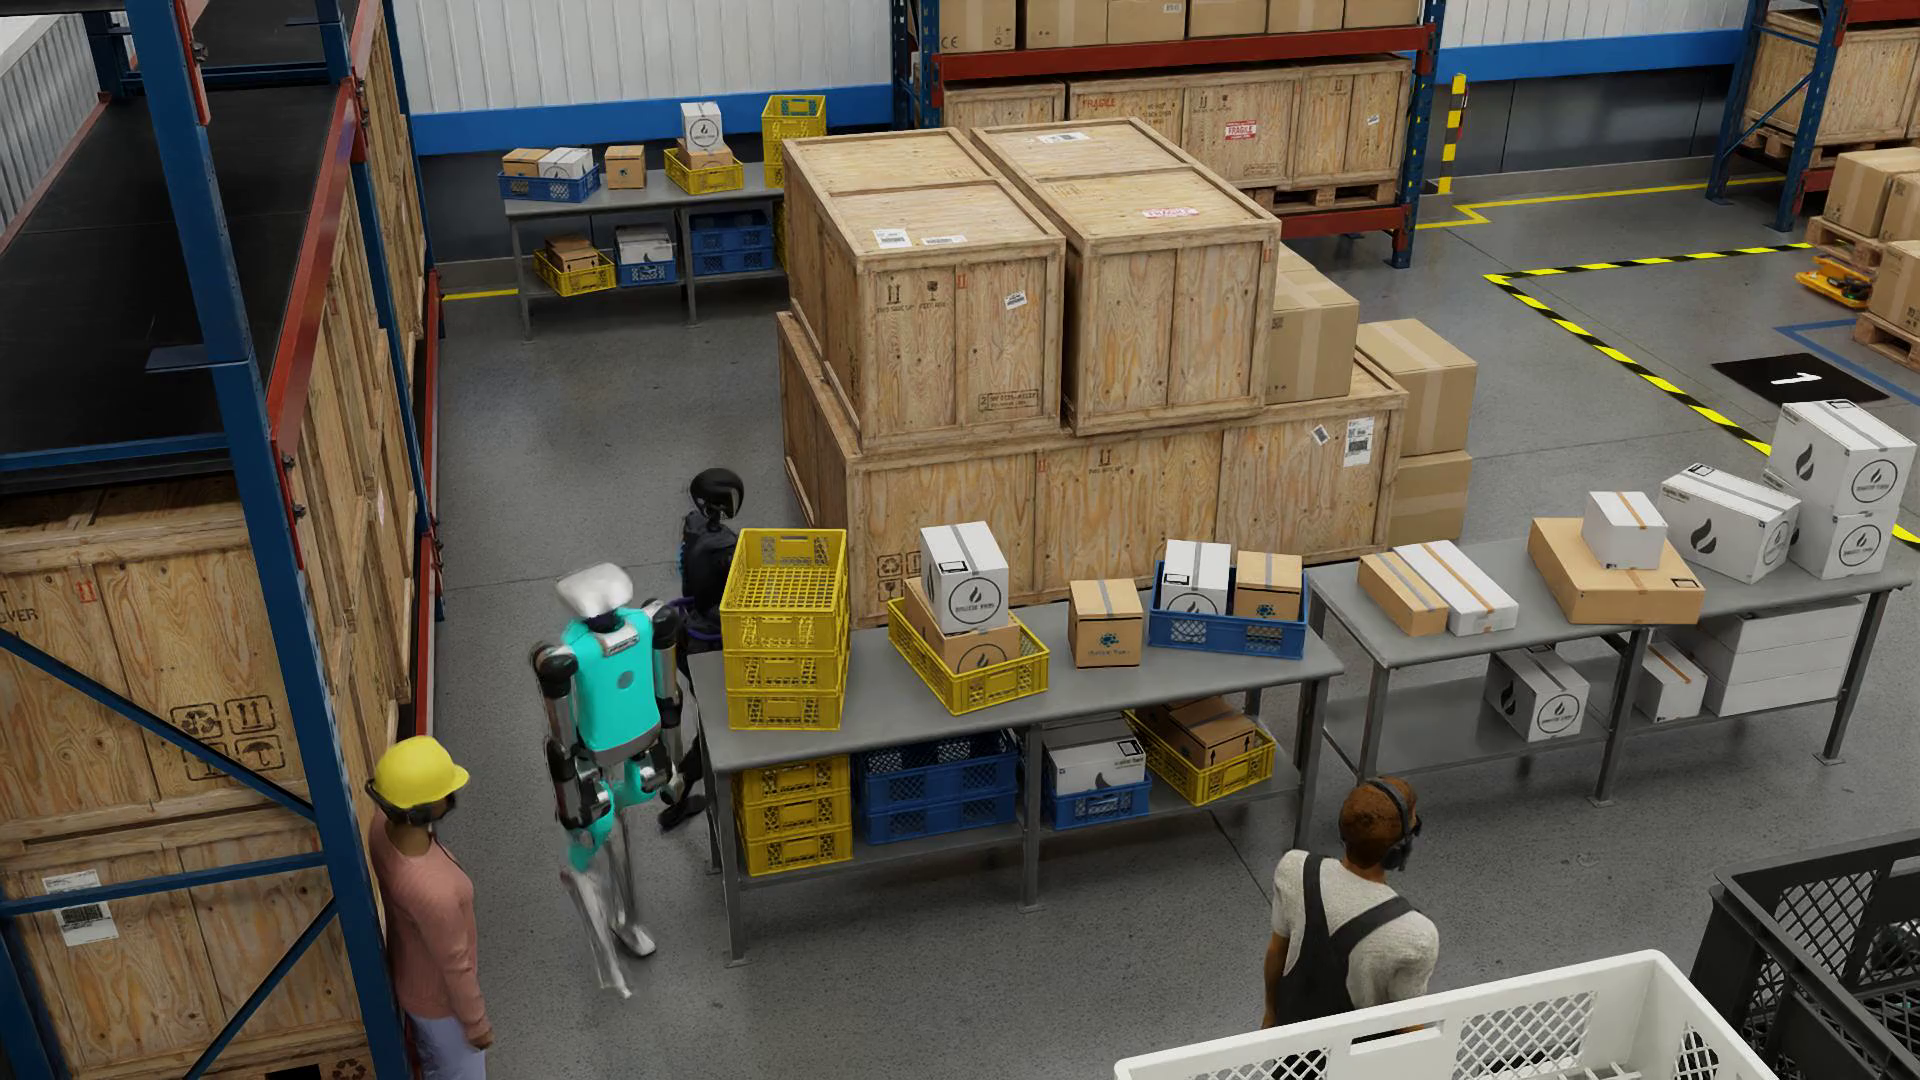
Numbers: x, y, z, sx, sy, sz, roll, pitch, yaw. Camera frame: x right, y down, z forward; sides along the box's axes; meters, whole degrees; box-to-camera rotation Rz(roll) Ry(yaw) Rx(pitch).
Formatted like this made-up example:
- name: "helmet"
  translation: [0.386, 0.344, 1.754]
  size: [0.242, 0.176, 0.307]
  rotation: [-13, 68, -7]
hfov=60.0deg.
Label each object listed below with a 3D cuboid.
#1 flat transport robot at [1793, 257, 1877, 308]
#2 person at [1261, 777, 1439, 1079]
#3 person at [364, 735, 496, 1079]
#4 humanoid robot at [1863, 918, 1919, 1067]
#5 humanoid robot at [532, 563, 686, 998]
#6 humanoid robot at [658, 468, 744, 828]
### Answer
- name: "flat transport robot"
  translation: [7.256, -2.042, 12.794]
  size: [1.431, 0.197, 0.652]
  rotation: [-7, 30, -13]
- name: "person"
  translation: [1.096, 1.465, 4.839]
  size: [0.507, 1.837, 0.334]
  rotation: [24, 37, 36]
- name: "person"
  translation: [-1.582, 1.347, 5.127]
  size: [0.336, 1.759, 0.525]
  rotation: [-20, 34, -31]
- name: "humanoid robot"
  translation: [2.757, 1.571, 4.767]
  size: [0.561, 1.734, 1.050]
  rotation: [18, 34, 29]
- name: "humanoid robot"
  translation: [-1.337, 0.827, 6.081]
  size: [0.536, 1.781, 0.696]
  rotation: [-24, 37, -37]
- name: "humanoid robot"
  translation: [-0.997, 0.429, 6.898]
  size: [0.694, 1.630, 0.590]
  rotation: [-18, 34, -29]
